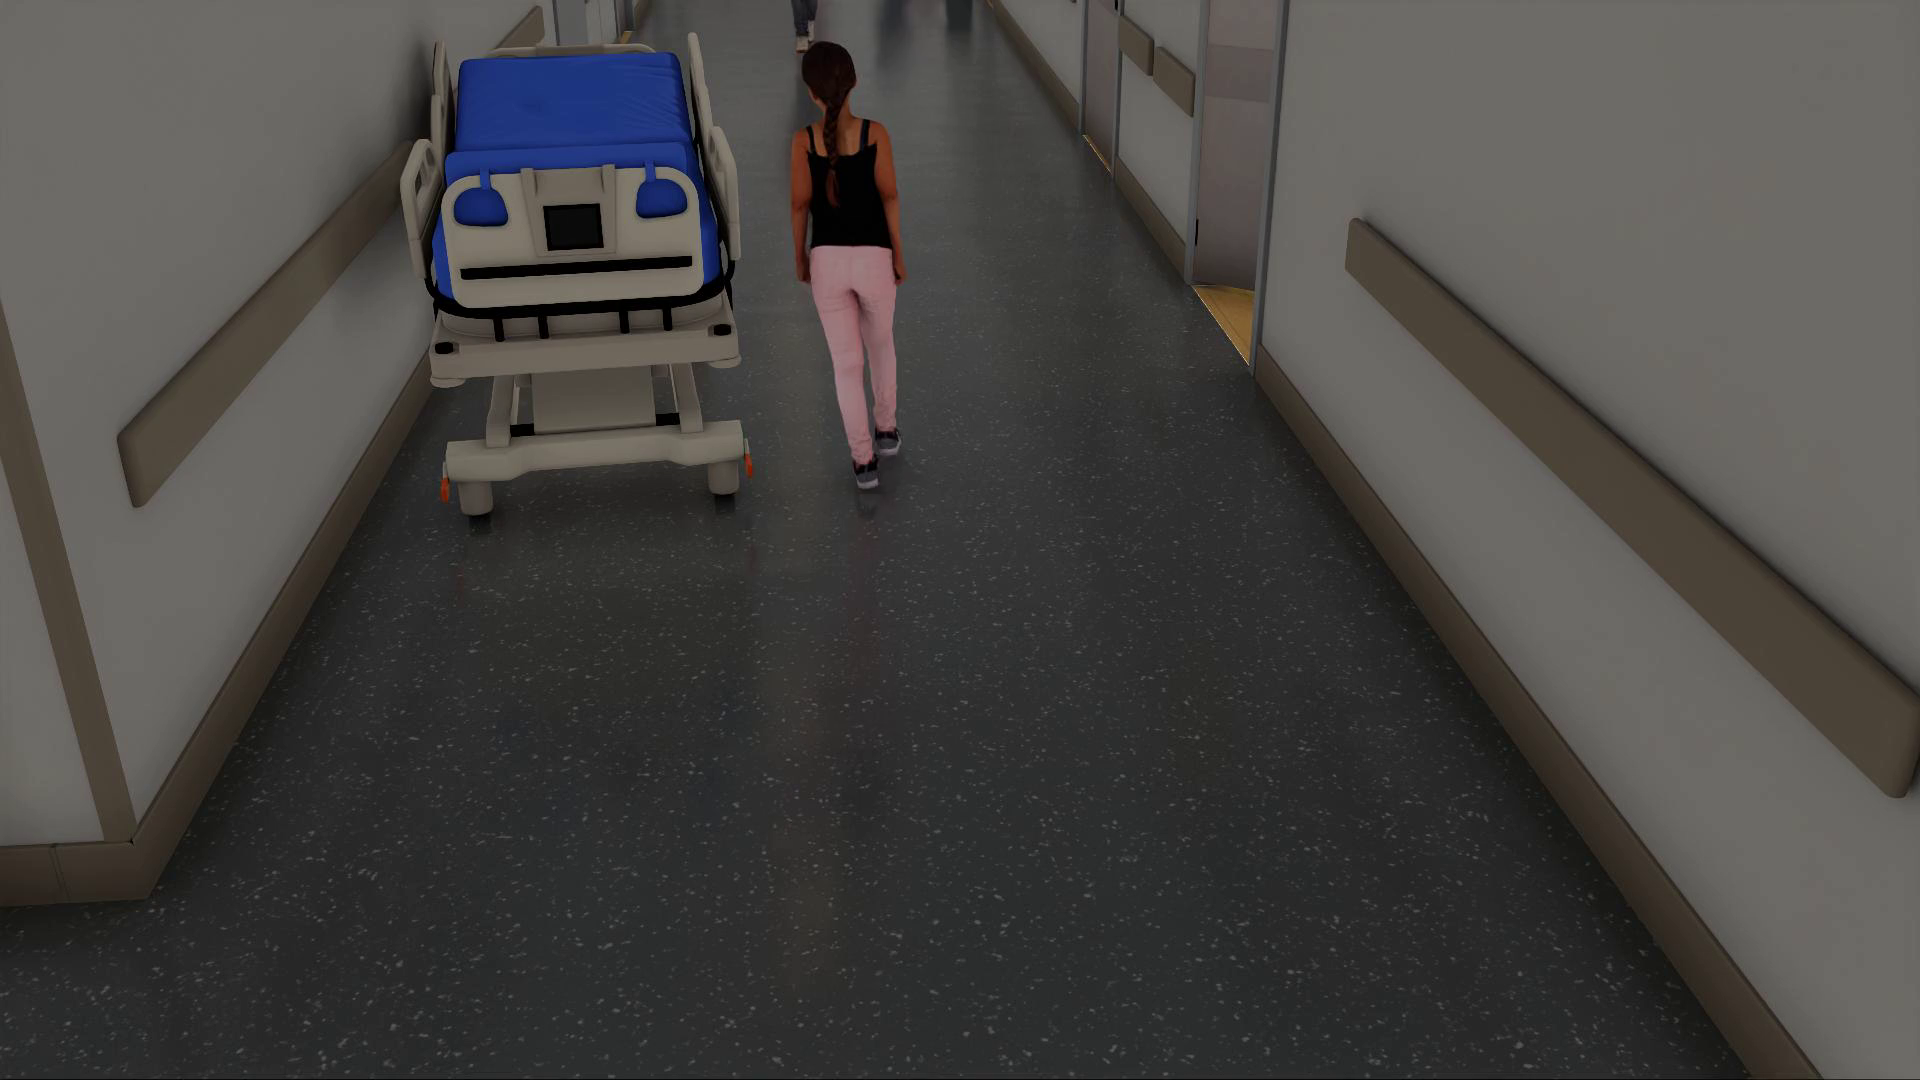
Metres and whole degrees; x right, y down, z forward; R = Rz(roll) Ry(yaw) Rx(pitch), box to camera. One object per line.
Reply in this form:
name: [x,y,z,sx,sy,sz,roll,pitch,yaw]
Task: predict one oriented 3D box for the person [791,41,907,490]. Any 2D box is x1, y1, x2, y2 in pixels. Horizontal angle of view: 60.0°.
person: [-0.371,-0.911,5.777,0.638,1.541,0.605,-2,26,-4]
